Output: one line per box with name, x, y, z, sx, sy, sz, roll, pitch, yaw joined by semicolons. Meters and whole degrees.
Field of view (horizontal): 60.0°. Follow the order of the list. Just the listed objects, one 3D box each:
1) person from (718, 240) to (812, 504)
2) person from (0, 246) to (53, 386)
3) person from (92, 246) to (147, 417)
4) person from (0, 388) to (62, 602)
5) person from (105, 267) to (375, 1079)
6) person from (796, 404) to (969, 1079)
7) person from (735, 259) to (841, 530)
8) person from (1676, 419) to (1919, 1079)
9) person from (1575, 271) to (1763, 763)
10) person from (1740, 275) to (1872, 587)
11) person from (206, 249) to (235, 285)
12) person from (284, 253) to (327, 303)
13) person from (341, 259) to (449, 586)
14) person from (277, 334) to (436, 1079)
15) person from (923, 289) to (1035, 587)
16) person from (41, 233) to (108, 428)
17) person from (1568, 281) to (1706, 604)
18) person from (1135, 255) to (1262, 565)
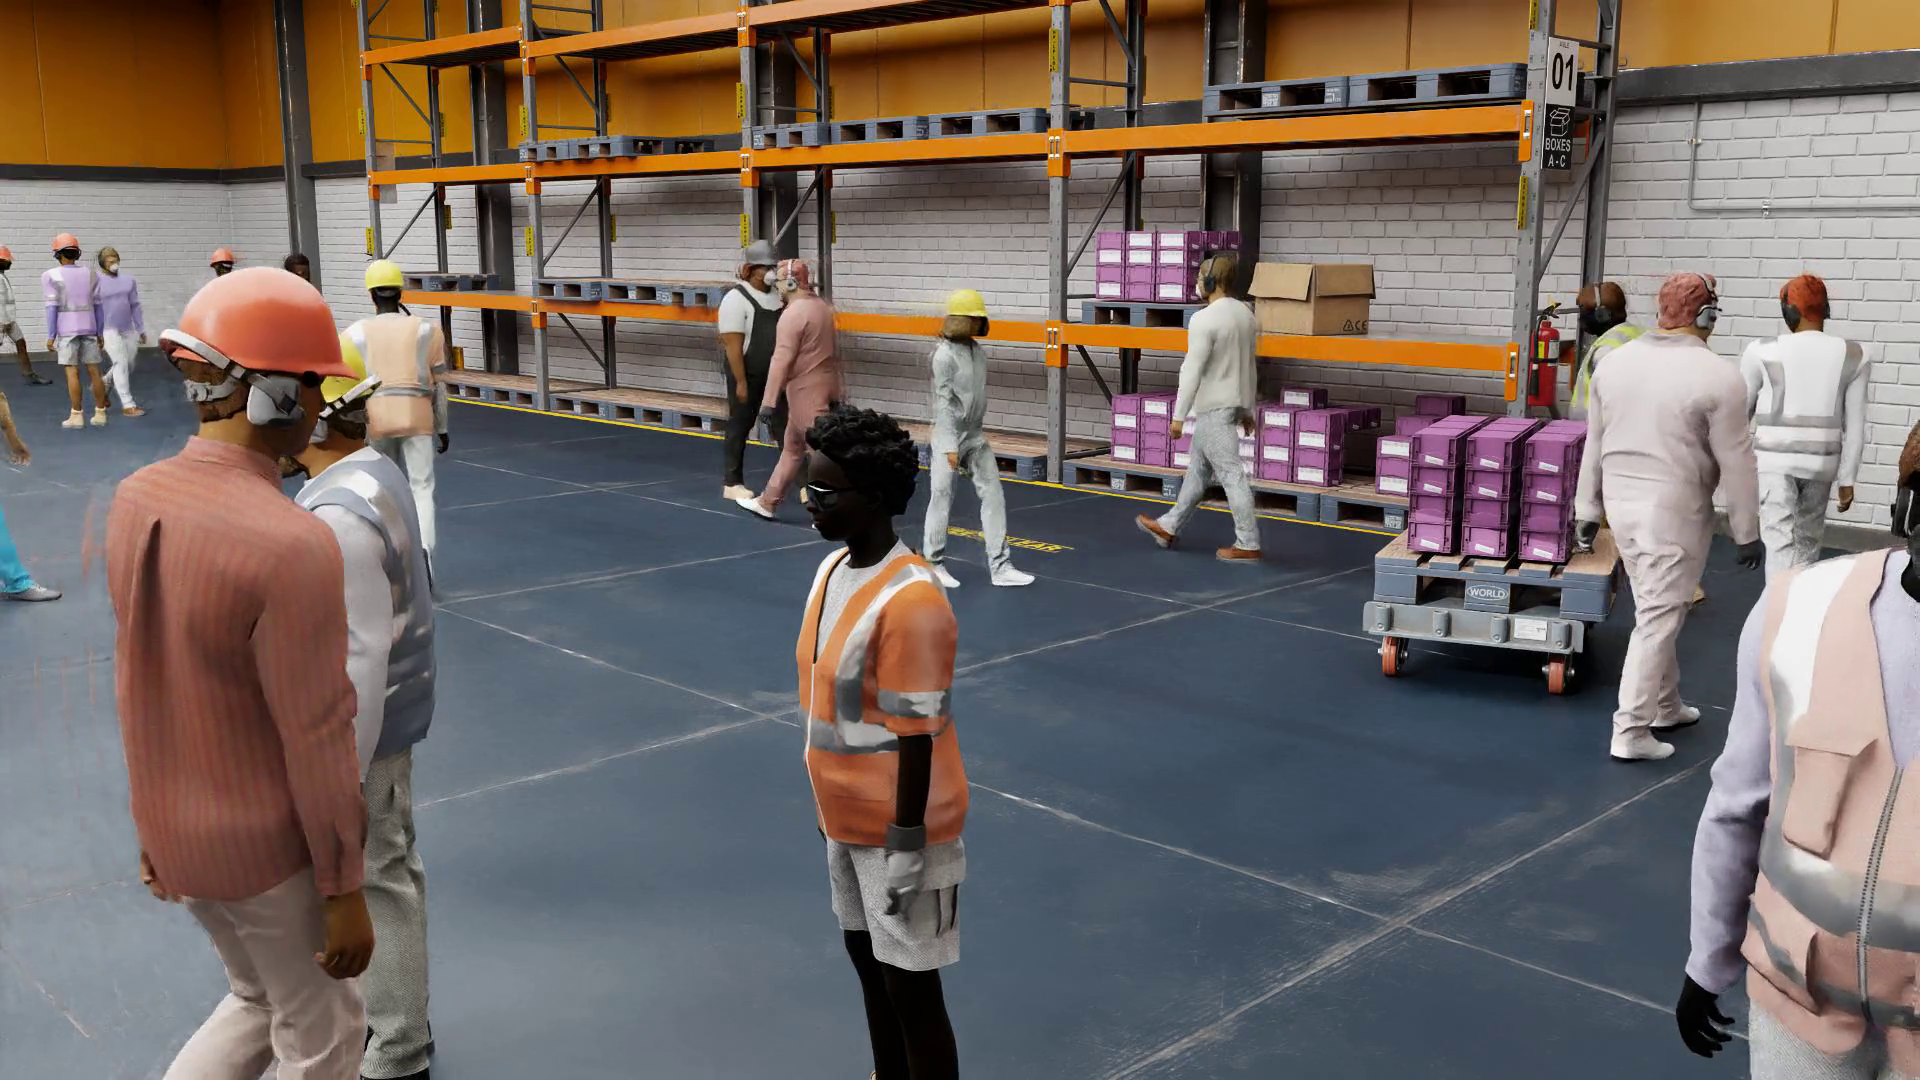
person;-1.448;-1.272;12.481;1.020;2.000;0.696;8;13;38
person;-12.804;-2.974;22.188;0.998;1.892;0.562;-3;11;-17
person;-9.544;-2.341;18.683;0.811;1.910;0.644;5;11;23
person;-5.541;-0.533;9.142;0.980;1.803;0.582;0;10;-2
person;-1.261;0.534;2.901;0.633;1.936;0.545;8;13;36
person;-0.167;0.565;3.424;0.322;1.689;0.530;-5;12;-26
person;-1.158;-0.990;11.452;1.002;1.850;0.658;3;11;14
person;1.444;0.675;2.491;0.843;1.819;0.629;-9;13;-39
person;2.827;-0.090;6.473;0.826;1.876;0.677;-5;12;-26
person;4.023;-0.350;8.029;0.572;1.836;0.949;2;11;10
person;-8.368;-2.393;19.099;1.037;1.875;0.591;6;12;30
person;-5.547;-1.428;13.790;0.870;1.887;0.605;7;12;33
person;-3.241;-0.664;9.586;0.572;1.894;0.845;-3;11;-16
person;-1.409;0.421;3.825;0.403;1.827;0.601;-3;11;-14
person;0.093;-0.554;9.453;0.763;1.714;0.499;8;13;36
person;-9.325;-2.195;17.505;0.397;2.043;0.610;7;13;35
person;3.543;-0.482;8.897;0.972;1.794;0.662;7;12;33
person;1.507;-0.813;10.382;0.985;1.888;0.655;8;13;36
